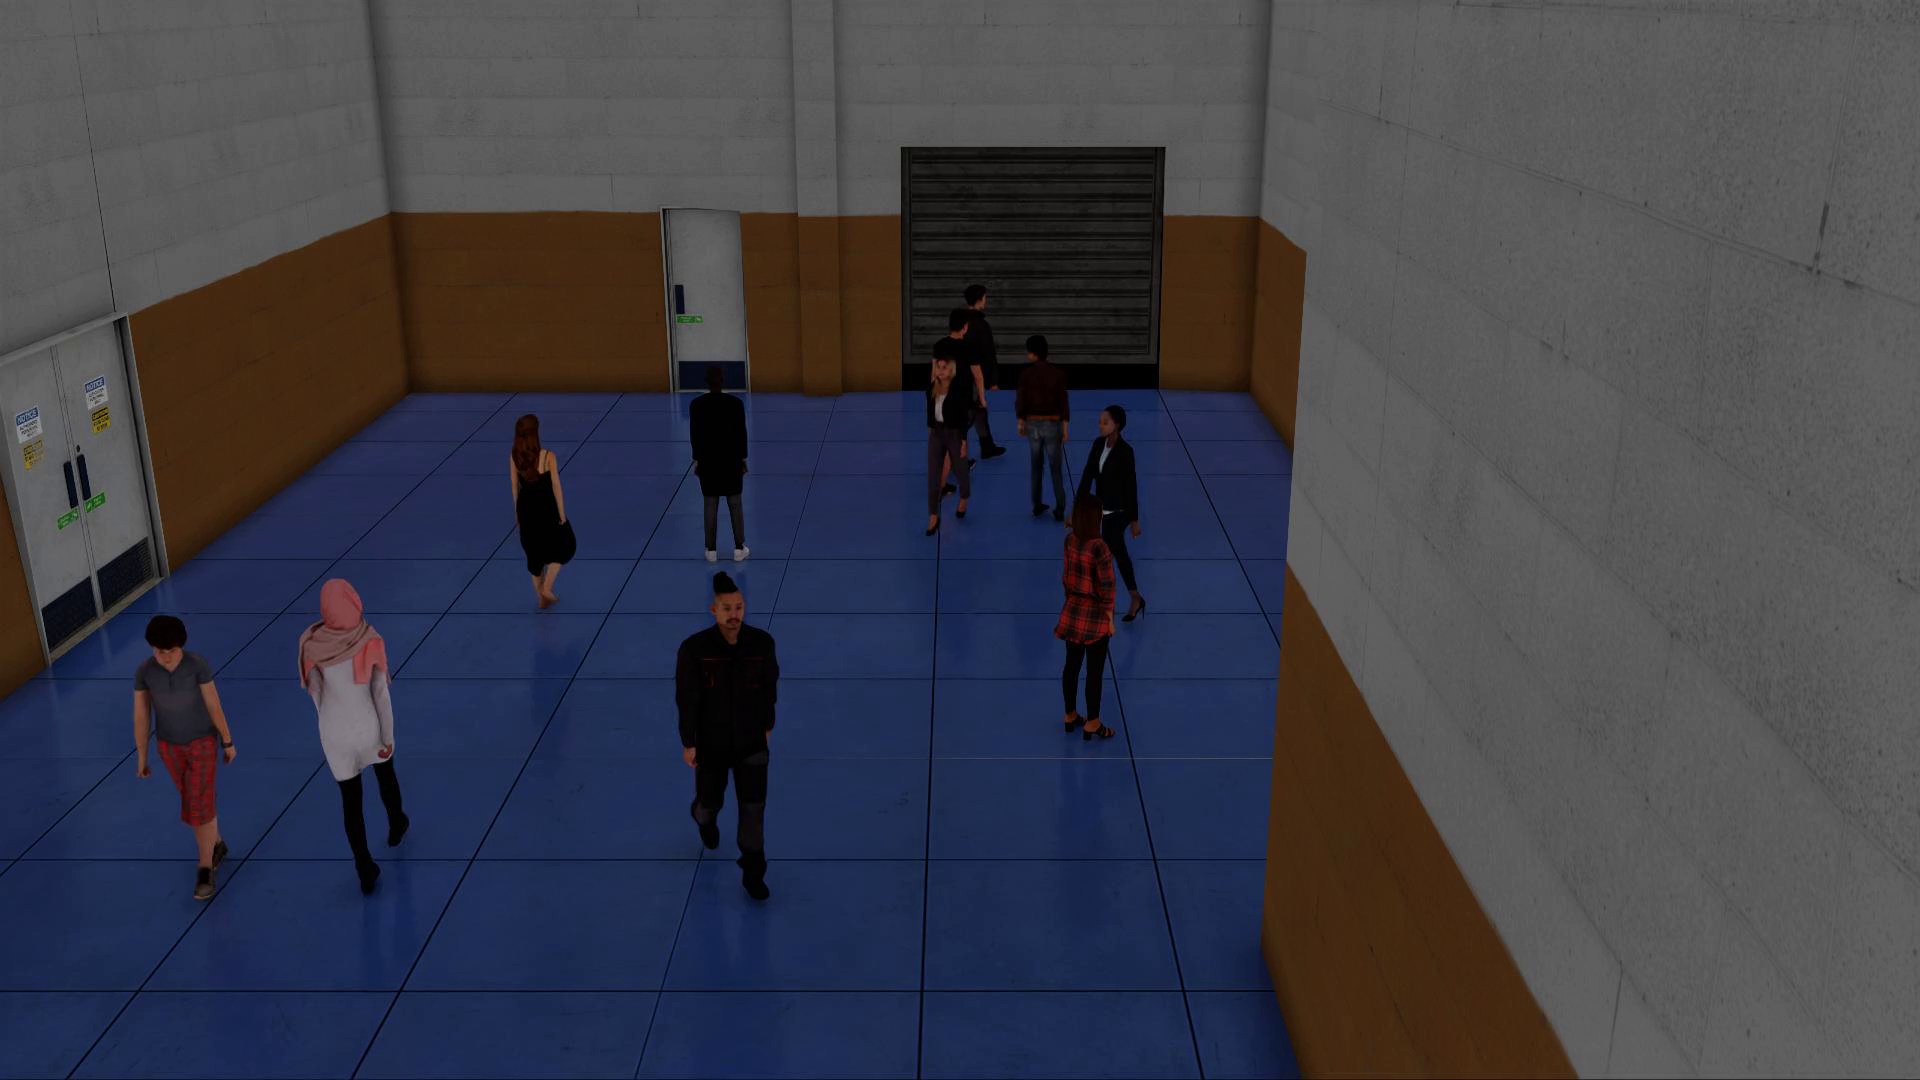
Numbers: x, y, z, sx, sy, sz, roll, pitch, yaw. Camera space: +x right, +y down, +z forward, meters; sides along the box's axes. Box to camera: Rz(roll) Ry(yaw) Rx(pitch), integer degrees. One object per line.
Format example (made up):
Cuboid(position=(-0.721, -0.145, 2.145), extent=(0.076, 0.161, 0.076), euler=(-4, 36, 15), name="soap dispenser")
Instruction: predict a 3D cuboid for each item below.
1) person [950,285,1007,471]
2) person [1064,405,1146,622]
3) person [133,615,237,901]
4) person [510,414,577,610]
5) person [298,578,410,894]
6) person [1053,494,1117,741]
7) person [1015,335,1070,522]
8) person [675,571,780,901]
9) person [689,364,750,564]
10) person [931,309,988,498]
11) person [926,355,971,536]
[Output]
Cuboid(position=(0.056, -1.642, 17.191), extent=(1.338, 1.895, 1.209), euler=(-14, 23, -36), name="person")
Cuboid(position=(1.270, -0.161, 12.960), extent=(1.172, 1.792, 0.958), euler=(-10, 21, -28), name="person")
Cuboid(position=(-4.311, 1.133, 9.356), extent=(0.800, 1.628, 0.757), euler=(-2, 19, -6), name="person")
Cuboid(position=(-3.406, -0.191, 13.321), extent=(0.640, 1.617, 0.703), euler=(3, 19, 9), name="person")
Cuboid(position=(-3.370, 1.116, 9.198), extent=(0.964, 1.776, 0.811), euler=(-3, 19, -10), name="person")
Cuboid(position=(0.850, 0.506, 11.119), extent=(0.740, 1.703, 0.701), euler=(-14, 23, -36), name="person")
Cuboid(position=(0.757, -1.019, 15.572), extent=(0.527, 1.748, 0.746), euler=(5, 19, 15), name="person")
Cuboid(position=(-1.312, 1.047, 9.265), extent=(1.108, 1.841, 1.050), euler=(-7, 20, -20), name="person")
Cuboid(position=(-2.100, -0.671, 14.522), extent=(0.498, 1.761, 0.708), euler=(-1, 19, -3), name="person")
Cuboid(position=(-0.107, -1.319, 16.343), extent=(1.142, 1.824, 1.099), euler=(11, 22, 30), name="person")
Cuboid(position=(-0.064, -0.888, 15.387), extent=(1.056, 1.619, 0.916), euler=(7, 20, 20), name="person")
